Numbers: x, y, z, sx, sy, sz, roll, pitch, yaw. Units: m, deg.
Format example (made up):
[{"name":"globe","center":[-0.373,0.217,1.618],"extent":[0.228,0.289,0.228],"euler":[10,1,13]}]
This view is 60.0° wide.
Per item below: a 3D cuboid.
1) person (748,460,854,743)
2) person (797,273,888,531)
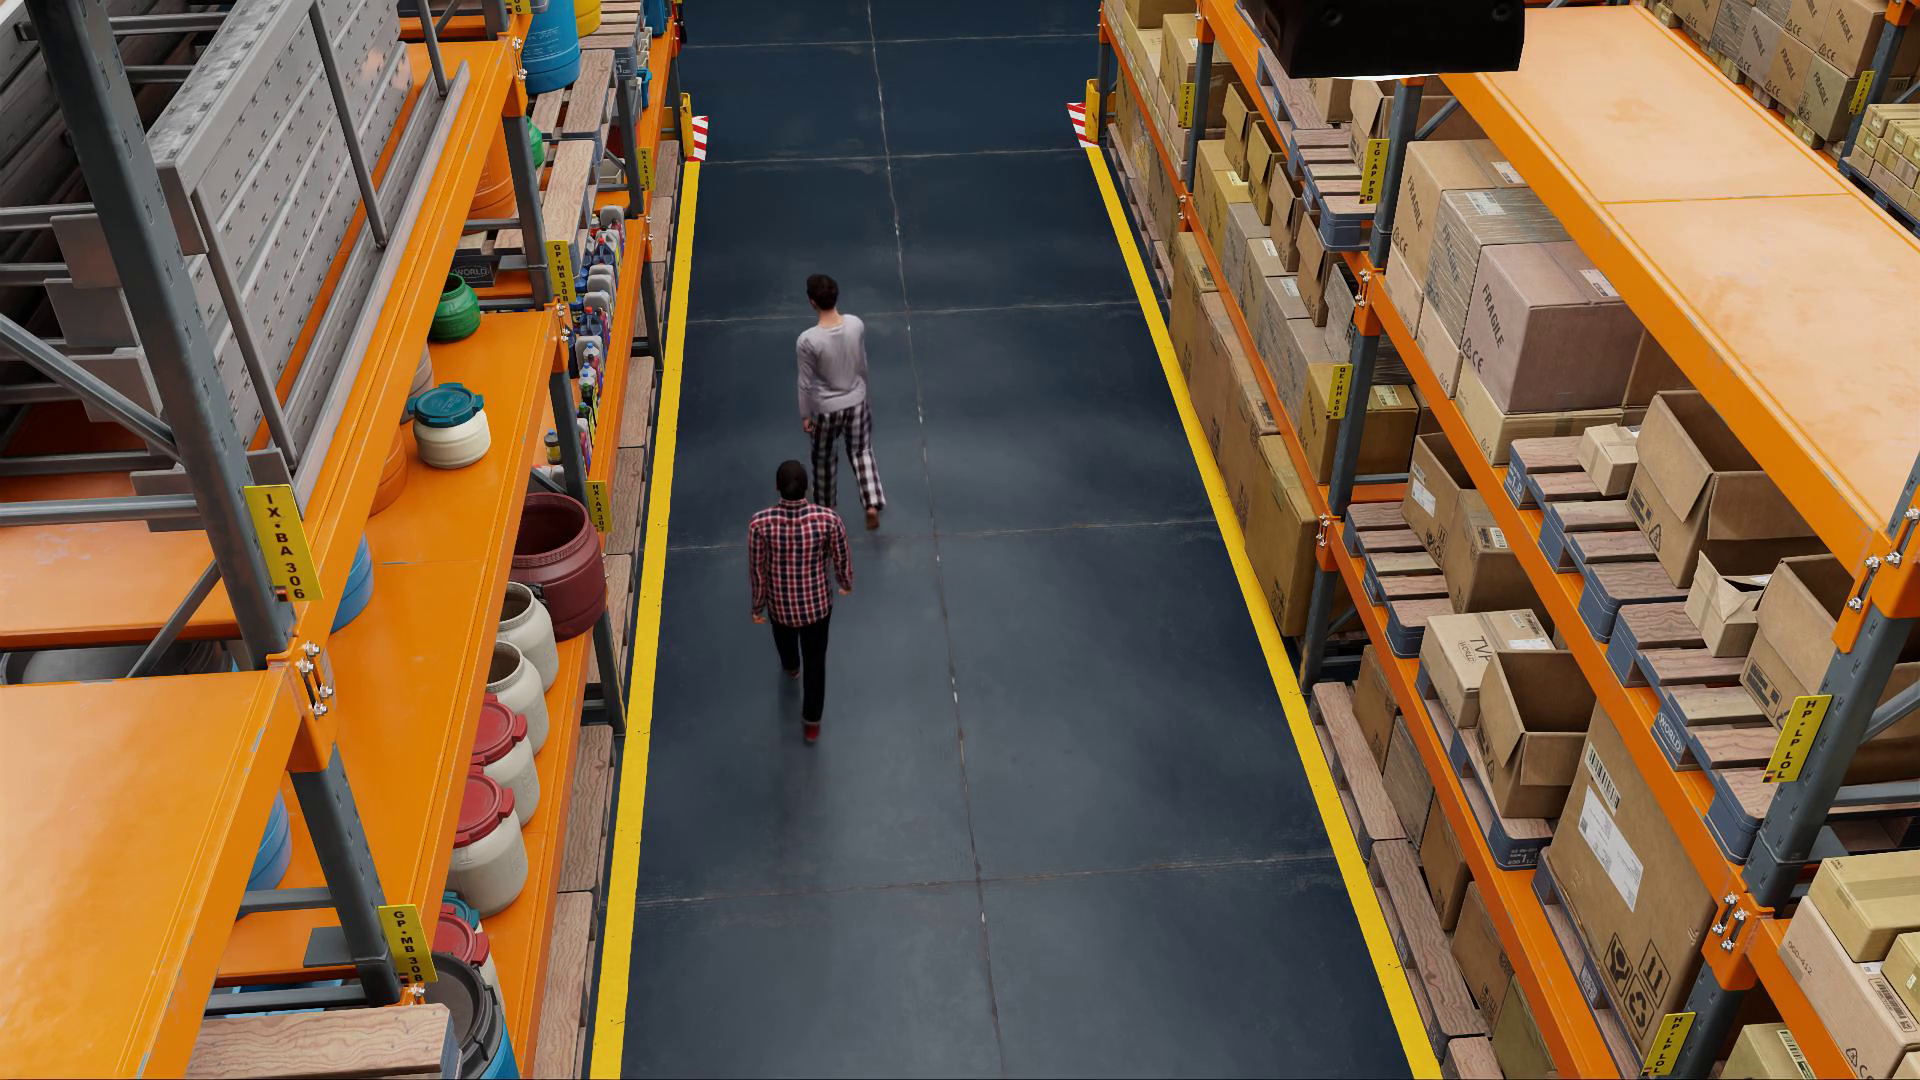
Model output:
[{"name":"person","center":[-0.877,0.367,9.101],"extent":[0.713,1.734,1.018],"euler":[-3,37,-4]},{"name":"person","center":[-0.743,-0.841,10.609],"extent":[0.849,1.831,1.023],"euler":[-16,40,-20]}]
